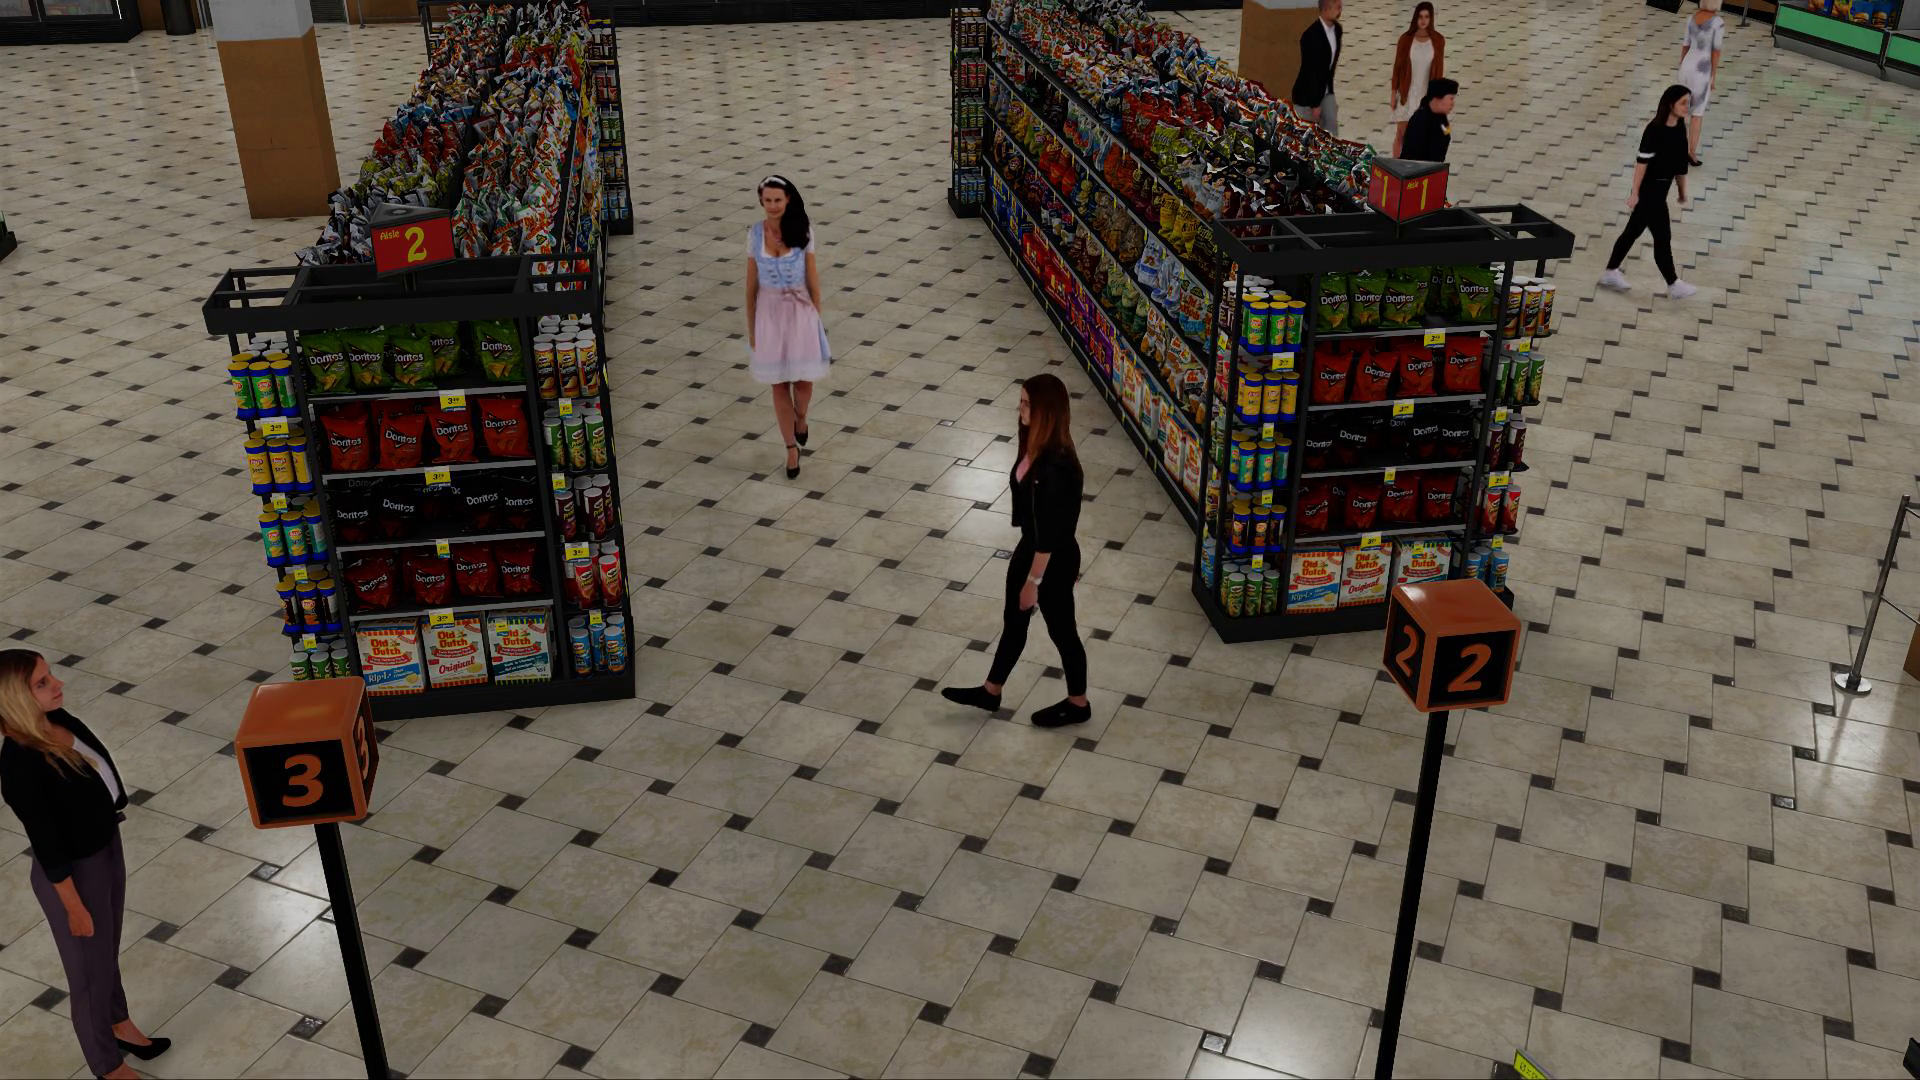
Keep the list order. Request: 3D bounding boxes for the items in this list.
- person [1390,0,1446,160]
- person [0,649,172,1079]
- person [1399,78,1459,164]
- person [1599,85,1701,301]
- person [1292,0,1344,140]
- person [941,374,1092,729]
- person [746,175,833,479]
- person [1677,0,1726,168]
[{"bbox_3d":[4.267,-4.168,15.571,0.677,1.711,0.641,2,27,4],"label":"person"},{"bbox_3d":[-2.802,1.074,5.278,0.668,1.672,0.481,-7,28,-13],"label":"person"},{"bbox_3d":[3.403,-2.721,12.799,1.131,1.638,1.059,20,33,34],"label":"person"},{"bbox_3d":[5.228,-2.660,12.720,0.938,1.601,1.141,-20,33,-34],"label":"person"},{"bbox_3d":[3.165,-4.123,15.254,1.087,1.919,0.988,24,36,39],"label":"person"},{"bbox_3d":[0.464,0.076,7.222,0.709,1.693,0.832,-3,27,-6],"label":"person"},{"bbox_3d":[-1.010,-1.259,9.729,0.756,1.807,0.866,0,27,1],"label":"person"},{"bbox_3d":[7.230,-4.570,16.320,0.692,1.751,0.569,-16,31,-28],"label":"person"}]
